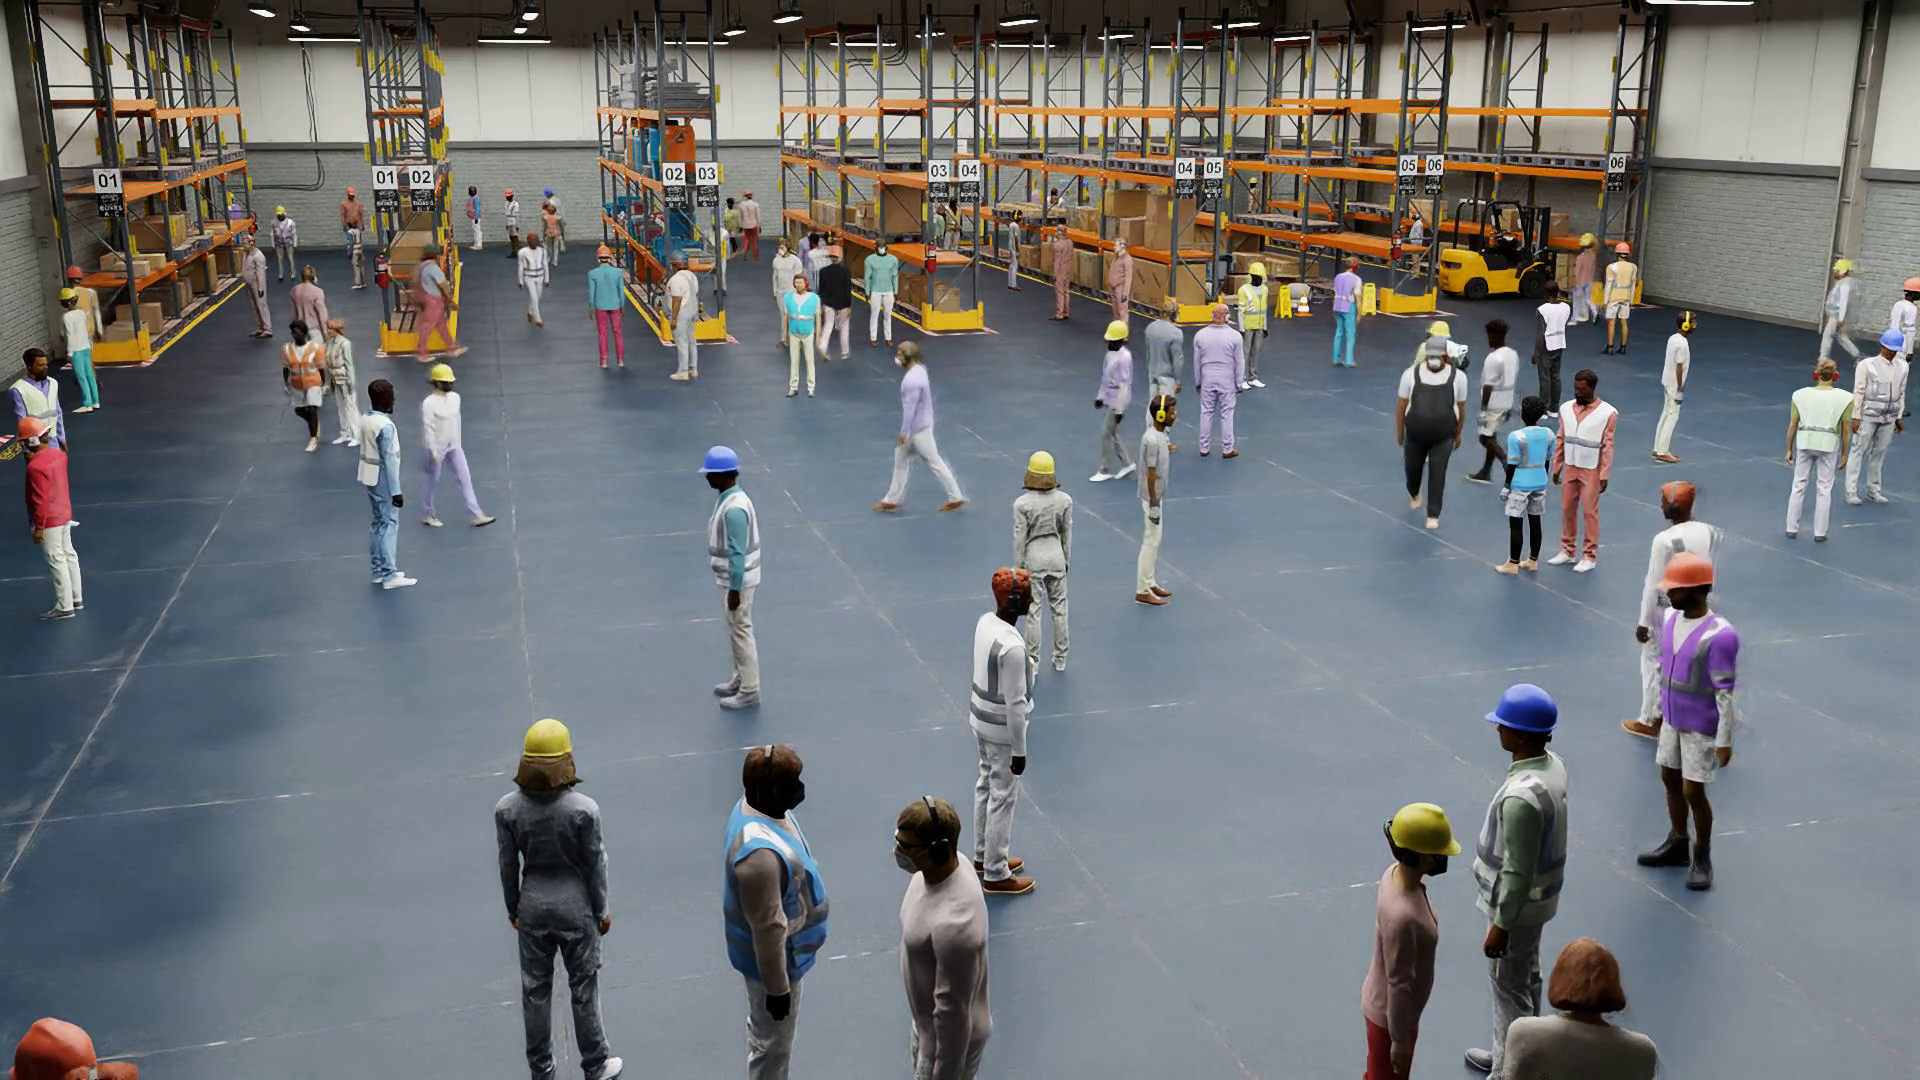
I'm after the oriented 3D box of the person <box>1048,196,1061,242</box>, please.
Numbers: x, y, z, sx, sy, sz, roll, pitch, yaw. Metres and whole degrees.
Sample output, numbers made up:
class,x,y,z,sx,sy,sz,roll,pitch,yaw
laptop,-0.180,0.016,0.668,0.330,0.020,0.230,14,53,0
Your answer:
class,x,y,z,sx,sy,sz,roll,pitch,yaw
person,2.732,-9.108,48.011,0.282,1.627,0.518,-13,20,-40

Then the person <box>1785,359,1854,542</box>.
class,x,y,z,sx,sy,sz,roll,pitch,yaw
person,8.590,-0.890,16.683,0.560,1.836,0.394,10,18,32

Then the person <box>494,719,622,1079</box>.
class,x,y,z,sx,sy,sz,roll,pitch,yaw
person,-1.783,1.628,7.394,0.484,1.736,0.309,1,15,5

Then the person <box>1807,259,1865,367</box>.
class,x,y,z,sx,sy,sz,roll,pitch,yaw
person,14.533,-3.719,27.383,0.770,1.808,0.600,7,17,26

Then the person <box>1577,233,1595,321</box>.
class,x,y,z,sx,sy,sz,roll,pitch,yaw
person,12.514,-5.263,33.307,0.284,1.746,0.492,9,18,32

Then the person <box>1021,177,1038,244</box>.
class,x,y,z,sx,sy,sz,roll,pitch,yaw
person,2.081,-10.050,50.791,0.442,2.020,0.607,-10,18,-33

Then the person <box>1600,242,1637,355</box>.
class,x,y,z,sx,sy,sz,roll,pitch,yaw
person,11.422,-4.185,28.882,0.548,1.937,0.379,-1,15,-5

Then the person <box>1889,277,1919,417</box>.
class,x,y,z,sx,sy,sz,roll,pitch,yaw
person,13.241,-2.711,23.334,0.376,1.935,0.550,1,15,4

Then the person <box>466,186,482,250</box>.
class,x,y,z,sx,sy,sz,roll,pitch,yaw
person,-14.325,-9.502,49.075,0.429,1.843,0.633,-7,17,-26

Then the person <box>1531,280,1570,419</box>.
class,x,y,z,sx,sy,sz,roll,pitch,yaw
person,8.193,-2.639,23.110,0.589,1.915,0.399,-9,17,-30

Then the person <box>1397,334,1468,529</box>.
class,x,y,z,sx,sy,sz,roll,pitch,yaw
person,4.930,-1.193,17.424,0.687,2.000,0.808,5,16,17

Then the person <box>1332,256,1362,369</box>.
class,x,y,z,sx,sy,sz,roll,pitch,yaw
person,6.373,-3.751,27.444,0.424,1.834,0.595,-9,17,-29

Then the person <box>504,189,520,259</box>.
class,x,y,z,sx,sy,sz,roll,pitch,yaw
person,-12.445,-8.773,46.176,0.546,1.929,0.383,13,20,41

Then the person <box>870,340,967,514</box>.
class,x,y,z,sx,sy,sz,roll,pitch,yaw
person,-0.417,-1.194,17.751,1.040,1.890,0.617,-1,15,-4

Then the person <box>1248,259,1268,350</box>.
class,x,y,z,sx,sy,sz,roll,pitch,yaw
person,5.187,-4.114,29.239,0.264,1.617,0.632,14,20,42

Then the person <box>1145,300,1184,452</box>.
class,x,y,z,sx,sy,sz,roll,pitch,yaw
person,2.573,-2.049,20.878,0.391,1.928,0.631,-11,18,-35

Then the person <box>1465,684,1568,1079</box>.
class,x,y,z,sx,sy,sz,roll,pitch,yaw
person,2.422,1.557,7.254,0.388,1.947,0.614,8,17,27

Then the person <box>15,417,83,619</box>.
class,x,y,z,sx,sy,sz,roll,pitch,yaw
person,-7.804,-0.194,14.234,0.334,1.743,0.560,-2,15,-7

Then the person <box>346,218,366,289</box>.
class,x,y,z,sx,sy,sz,roll,pitch,yaw
person,-14.169,-6.713,38.969,0.311,1.638,0.522,2,15,6

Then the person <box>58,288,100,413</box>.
class,x,y,z,sx,sy,sz,roll,pitch,yaw
person,-12.523,-2.687,23.573,0.329,1.767,0.528,0,15,0

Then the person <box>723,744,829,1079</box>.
class,x,y,z,sx,sy,sz,roll,pitch,yaw
person,-0.753,1.712,6.877,0.429,1.842,0.633,-2,15,-7

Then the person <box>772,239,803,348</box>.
class,x,y,z,sx,sy,sz,roll,pitch,yaw
person,-3.081,-4.397,29.700,0.627,1.933,0.373,9,17,30

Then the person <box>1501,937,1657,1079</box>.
class,x,y,z,sx,sy,sz,roll,pitch,yaw
person,2.097,2.120,5.787,0.513,1.597,0.756,4,15,14

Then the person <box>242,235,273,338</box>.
class,x,y,z,sx,sy,sz,roll,pitch,yaw
person,-13.121,-4.706,30.931,0.641,1.899,0.394,14,20,43

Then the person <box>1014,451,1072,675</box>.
class,x,y,z,sx,sy,sz,roll,pitch,yaw
person,0.628,0.175,12.846,0.483,1.745,0.304,-5,16,-18

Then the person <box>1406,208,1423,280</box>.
class,x,y,z,sx,sy,sz,roll,pitch,yaw
person,11.175,-7.269,40.863,0.348,1.743,0.554,2,15,6

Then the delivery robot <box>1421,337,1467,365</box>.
class,x,y,z,sx,sy,sz,roll,pitch,yaw
delivery robot,7.942,-3.113,27.319,0.707,0.478,0.477,12,19,38

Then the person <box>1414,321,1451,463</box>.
class,x,y,z,sx,sy,sz,roll,pitch,yaw
person,5.755,-1.794,20.264,0.551,1.728,0.711,-13,20,-41

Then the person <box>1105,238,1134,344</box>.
class,x,y,z,sx,sy,sz,roll,pitch,yaw
person,2.887,-4.522,30.210,0.408,1.908,0.643,-5,16,-18

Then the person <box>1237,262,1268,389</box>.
class,x,y,z,sx,sy,sz,roll,pitch,yaw
person,4.503,-3.292,25.537,0.587,1.929,0.360,-11,18,-35

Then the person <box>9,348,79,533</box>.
class,x,y,z,sx,sy,sz,roll,pitch,yaw
person,-9.414,-1.017,17.027,0.397,1.910,0.587,3,15,10

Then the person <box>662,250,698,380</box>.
class,x,y,z,sx,sy,sz,roll,pitch,yaw
person,-4.452,-3.572,26.377,0.535,2.000,0.688,5,16,18

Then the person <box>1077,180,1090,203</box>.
class,x,y,z,sx,sy,sz,roll,pitch,yaw
person,3.750,-9.964,50.636,0.417,1.941,0.607,5,16,17

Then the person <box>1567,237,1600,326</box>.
class,x,y,z,sx,sy,sz,roll,pitch,yaw
person,12.158,-5.012,32.337,0.535,1.747,0.654,-6,16,-23

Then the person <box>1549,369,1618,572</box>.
class,x,y,z,sx,sy,sz,roll,pitch,yaw
person,5.880,-0.656,15.717,0.409,1.883,0.599,-10,18,-34

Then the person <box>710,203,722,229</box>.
class,x,y,z,sx,sy,sz,roll,pitch,yaw
person,-6.659,-8.538,45.261,0.362,1.939,0.543,0,15,1

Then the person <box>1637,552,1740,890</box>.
class,x,y,z,sx,sy,sz,roll,pitch,yaw
person,4.089,1.005,9.382,0.418,1.922,0.578,-4,15,-14

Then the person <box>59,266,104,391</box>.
class,x,y,z,sx,sy,sz,roll,pitch,yaw
person,-13.423,-3.221,25.363,0.980,1.884,0.561,12,19,37

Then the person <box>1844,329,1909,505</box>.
class,x,y,z,sx,sy,sz,roll,pitch,yaw
person,10.035,-1.342,18.184,0.604,1.937,0.403,-2,15,-7

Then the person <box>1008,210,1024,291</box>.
class,x,y,z,sx,sy,sz,roll,pitch,yaw
person,1.285,-6.699,38.487,0.327,1.865,0.519,-3,15,-13

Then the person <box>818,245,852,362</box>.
class,x,y,z,sx,sy,sz,roll,pitch,yaw
person,-2.131,-4.001,28.150,0.622,1.966,0.929,5,16,17

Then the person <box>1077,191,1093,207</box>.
class,x,y,z,sx,sy,sz,roll,pitch,yaw
person,3.695,-9.423,49.021,0.489,1.718,0.602,-5,16,-18

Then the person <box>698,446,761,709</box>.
class,x,y,z,sx,sy,sz,roll,pitch,yaw
person,-1.663,0.265,12.142,0.426,1.938,0.624,-4,15,-13
